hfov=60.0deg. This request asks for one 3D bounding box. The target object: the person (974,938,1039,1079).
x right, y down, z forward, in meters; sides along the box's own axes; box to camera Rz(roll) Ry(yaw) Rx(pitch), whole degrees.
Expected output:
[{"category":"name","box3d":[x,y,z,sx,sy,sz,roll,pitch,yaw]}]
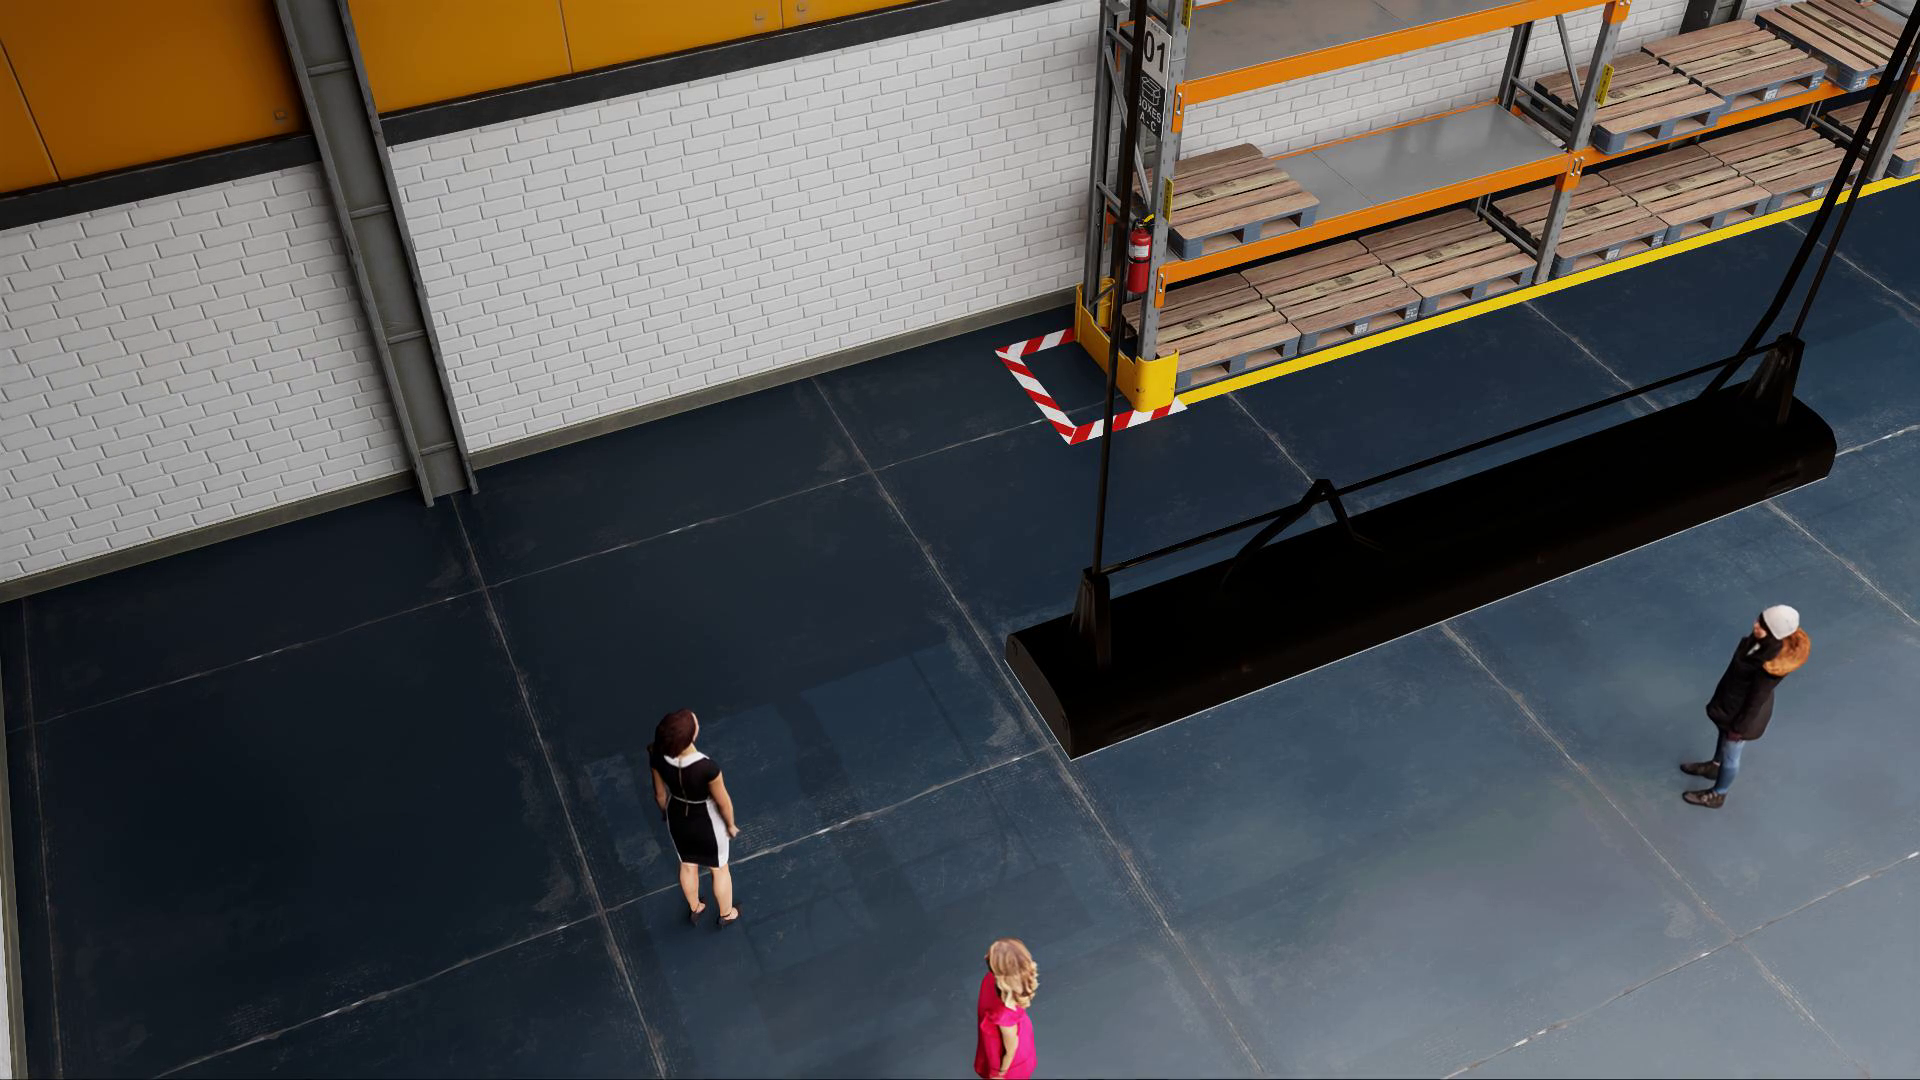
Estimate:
[{"category":"person","box3d":[0.245,2.518,8.345,0.692,1.728,0.664,5,44,5]}]

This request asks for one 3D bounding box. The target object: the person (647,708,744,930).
[{"category":"person","box3d":[-1.468,1.580,9.280,0.635,1.795,0.713,11,45,11]}]

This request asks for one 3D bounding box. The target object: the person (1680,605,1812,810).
[{"category":"person","box3d":[4.728,0.986,10.021,0.771,1.632,0.724,10,45,10]}]
